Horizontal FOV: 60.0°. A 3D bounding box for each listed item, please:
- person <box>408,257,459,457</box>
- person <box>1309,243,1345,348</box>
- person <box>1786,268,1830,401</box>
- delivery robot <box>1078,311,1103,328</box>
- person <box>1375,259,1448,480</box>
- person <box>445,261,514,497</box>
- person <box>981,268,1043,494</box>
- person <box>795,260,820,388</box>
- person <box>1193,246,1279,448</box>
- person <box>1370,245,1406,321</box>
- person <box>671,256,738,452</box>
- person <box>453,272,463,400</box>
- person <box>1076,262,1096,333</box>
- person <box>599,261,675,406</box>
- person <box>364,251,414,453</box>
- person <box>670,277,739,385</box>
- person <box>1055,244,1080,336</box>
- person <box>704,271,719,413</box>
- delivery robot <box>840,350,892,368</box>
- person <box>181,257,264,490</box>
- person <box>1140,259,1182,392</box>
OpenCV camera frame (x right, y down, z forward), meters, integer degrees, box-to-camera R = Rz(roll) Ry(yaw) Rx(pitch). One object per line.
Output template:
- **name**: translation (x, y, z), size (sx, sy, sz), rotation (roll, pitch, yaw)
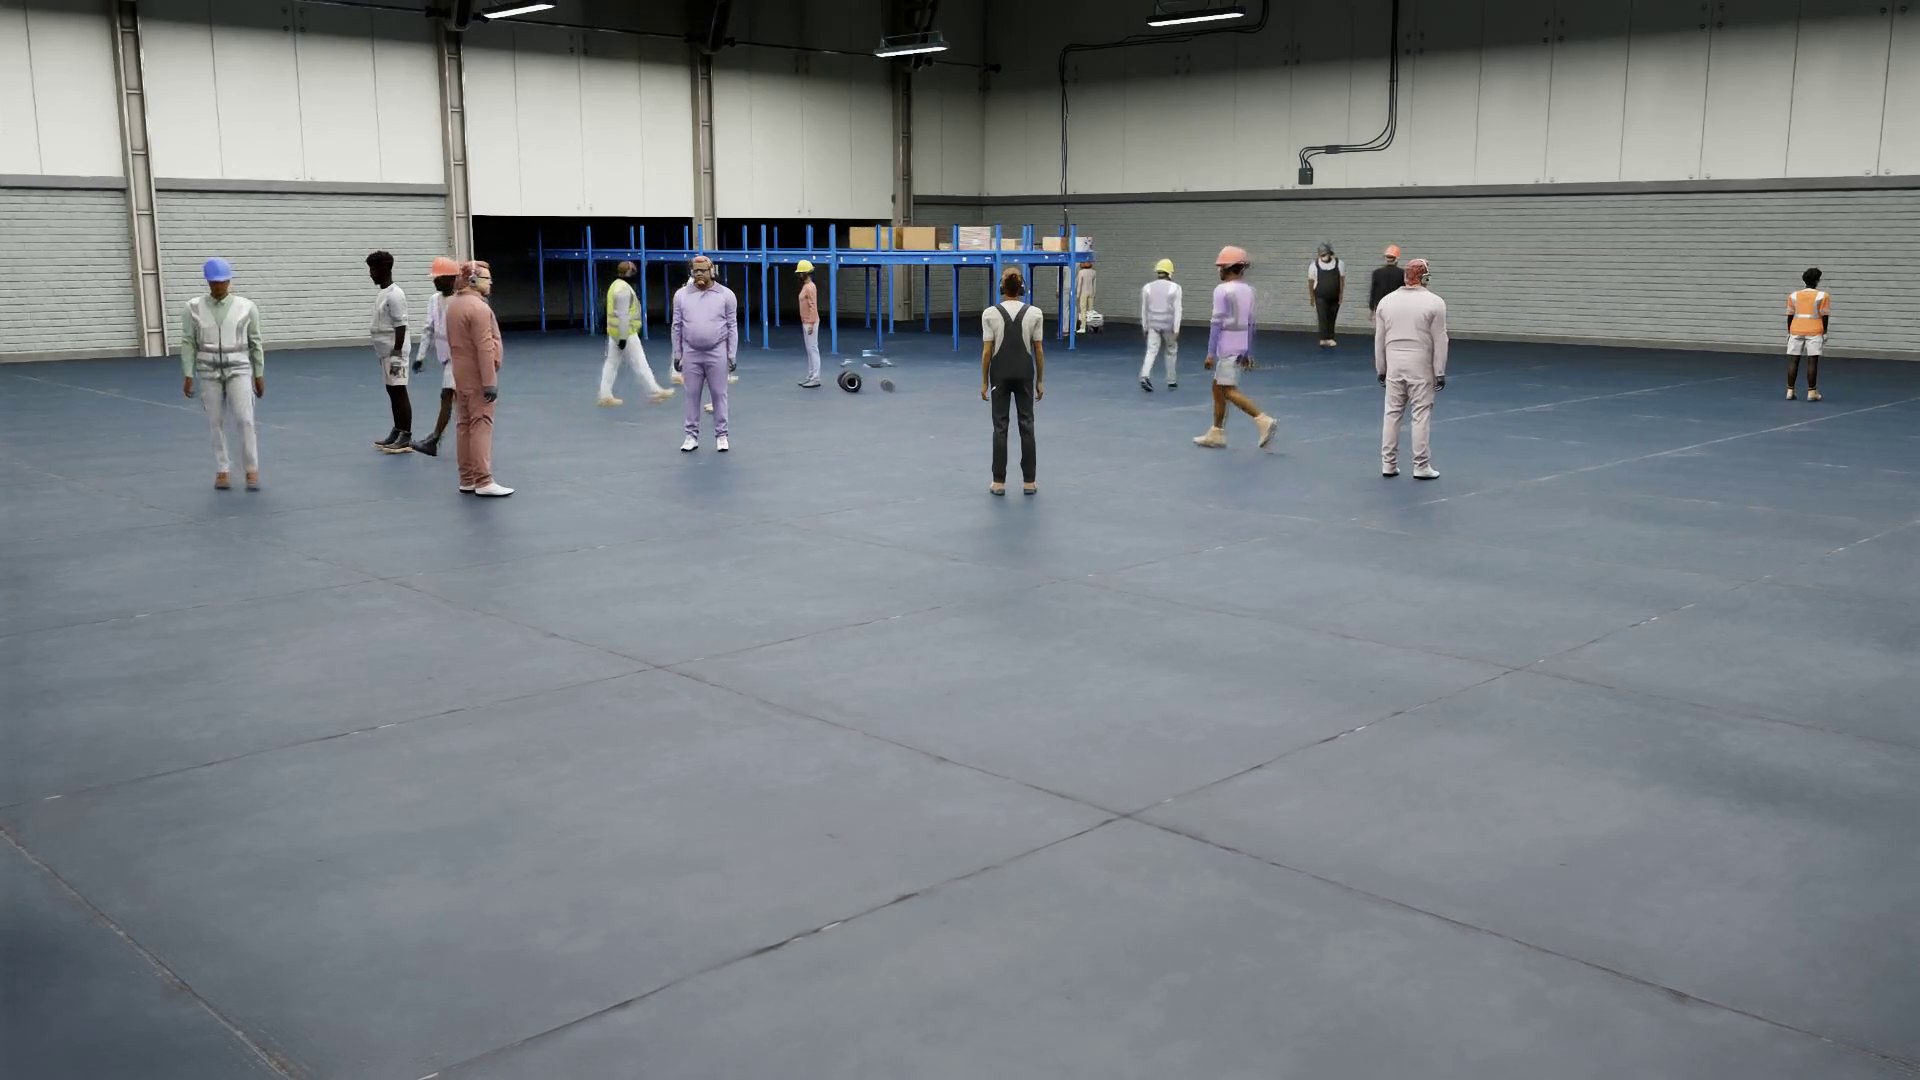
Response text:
- **person**: translation (-4.956, -1.743, 15.934), size (0.550, 1.886, 0.977), rotation (8, 13, 38)
- **person**: translation (6.966, -4.670, 31.609), size (0.673, 2.000, 1.006), rotation (0, 10, 2)
- **person**: translation (10.921, -2.653, 21.443), size (0.320, 1.693, 0.531), rotation (-9, 14, -41)
- **delivery robot**: translation (2.858, -4.856, 36.422), size (0.477, 0.478, 0.707), rotation (-3, 11, -17)
- **person**: translation (3.953, -1.493, 14.535), size (0.645, 1.907, 0.400), rotation (9, 14, 40)
- **person**: translation (-3.924, -1.316, 13.583), size (0.399, 1.905, 0.643), rotation (-8, 13, -37)
- **person**: translation (0.428, -1.304, 13.670), size (0.508, 1.844, 0.336), rotation (0, 10, -2)
- **person**: translation (-2.131, -3.027, 23.293), size (0.329, 1.765, 0.525), rotation (-2, 11, -13)
- **person**: translation (2.747, -1.894, 16.453), size (0.890, 2.009, 0.609), rotation (7, 12, 33)
- **person**: translation (6.843, -3.715, 26.535), size (0.635, 1.959, 0.986), rotation (7, 13, 35)
- **person**: translation (-2.513, -1.828, 16.359), size (0.652, 1.906, 0.408), rotation (0, 10, -1)
- **person**: translation (-6.388, -2.620, 21.418), size (0.523, 1.636, 0.310), rotation (-9, 13, -39)
- **person**: translation (2.744, -5.333, 36.212), size (0.501, 1.636, 0.280), rotation (-6, 12, -31)
- **person**: translation (-4.097, -2.576, 20.793), size (0.952, 1.781, 0.610), rotation (-5, 12, -26)
- **person**: translation (-5.589, -1.847, 16.321), size (0.377, 1.958, 0.600), rotation (-6, 12, -30)
- **person**: translation (-3.685, -3.090, 23.583), size (0.995, 1.786, 0.651), rotation (-1, 10, -5)
- **person**: translation (2.260, -5.269, 35.057), size (0.627, 1.933, 0.371), rotation (-10, 14, -42)
- **person**: translation (-2.961, -2.385, 19.965), size (0.318, 1.698, 0.539), rotation (-2, 11, -9)
- **delivery robot**: translation (-1.288, -2.486, 22.793), size (0.698, 0.223, 0.335), rotation (-2, 11, -11)
- **person**: translation (-6.143, -1.380, 13.869), size (0.621, 1.936, 0.522), rotation (-3, 11, -18)
- **person**: translation (2.721, -2.916, 22.596), size (0.600, 1.803, 0.874), rotation (6, 12, 30)
